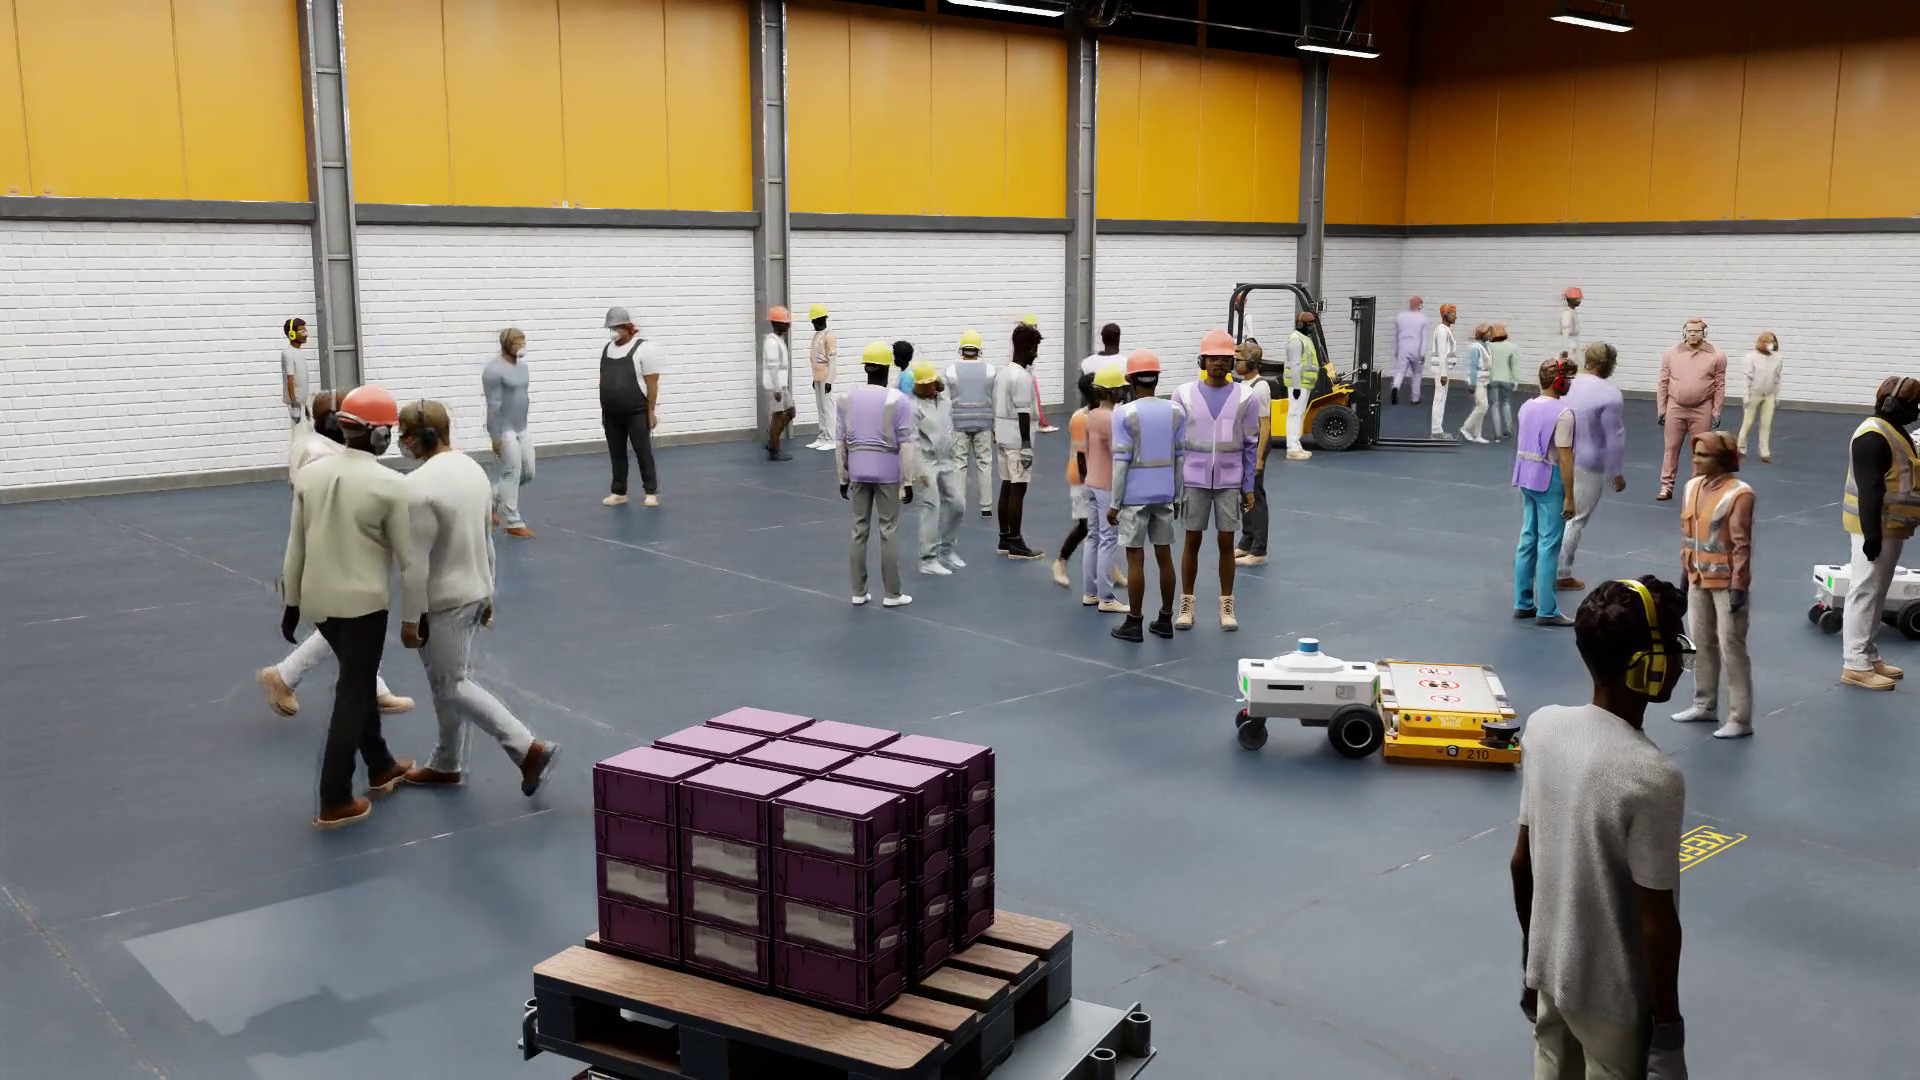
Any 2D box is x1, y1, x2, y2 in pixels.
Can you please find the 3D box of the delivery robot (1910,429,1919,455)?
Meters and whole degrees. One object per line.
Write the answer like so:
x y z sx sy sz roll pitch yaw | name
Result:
11.535 -1.163 19.817 0.707 0.478 0.477 -5 11 -26 | delivery robot

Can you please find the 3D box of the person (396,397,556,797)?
-2.288 0.285 7.693 0.796 1.910 0.638 2 10 10 | person

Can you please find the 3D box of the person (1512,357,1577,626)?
4.025 -0.332 11.454 0.390 1.846 0.565 -3 10 -15 | person

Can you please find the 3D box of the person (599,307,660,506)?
-3.379 -1.357 16.883 0.723 2.000 0.572 4 11 23 | person

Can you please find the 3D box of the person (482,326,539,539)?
-4.111 -0.967 14.970 0.608 1.922 0.634 3 10 17 | person

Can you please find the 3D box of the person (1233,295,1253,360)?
4.753 -3.210 28.195 0.360 1.882 0.575 -3 10 -19 | person

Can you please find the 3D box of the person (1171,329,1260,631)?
1.712 -0.401 11.266 0.608 2.048 0.365 1 10 7 | person

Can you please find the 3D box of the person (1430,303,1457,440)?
6.675 -2.313 22.939 0.343 1.882 0.585 3 10 16 | person

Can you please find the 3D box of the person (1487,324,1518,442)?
7.384 -2.167 22.888 0.508 1.606 0.688 1 10 6 | person

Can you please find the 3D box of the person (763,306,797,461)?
-2.229 -1.923 20.562 0.406 1.917 0.564 1 10 5 | person

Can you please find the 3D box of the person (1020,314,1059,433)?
0.934 -2.363 23.723 0.927 1.713 0.532 -3 10 -17 | person

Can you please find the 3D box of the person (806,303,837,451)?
-1.807 -2.129 21.764 0.378 1.918 0.585 -5 11 -25 | person

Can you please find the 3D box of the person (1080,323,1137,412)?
1.491 -1.224 16.609 0.600 1.883 0.983 6 11 31 | person

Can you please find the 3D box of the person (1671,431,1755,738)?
4.019 0.233 8.835 0.356 1.625 0.520 -2 10 -13 | person

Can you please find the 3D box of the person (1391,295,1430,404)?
7.649 -3.219 28.284 0.638 1.872 0.816 6 11 31 | person

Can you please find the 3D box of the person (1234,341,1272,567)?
2.377 -0.704 13.641 0.325 1.842 0.513 -2 10 -9 | person

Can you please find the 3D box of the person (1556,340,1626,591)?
4.694 -0.544 12.517 0.484 1.907 0.643 -3 10 -19 | person

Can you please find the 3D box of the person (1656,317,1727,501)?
7.532 -1.340 17.179 0.645 1.908 0.408 5 11 27 | person

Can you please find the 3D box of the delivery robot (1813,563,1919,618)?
6.151 0.306 11.190 0.707 0.478 0.477 3 9 11 | delivery robot

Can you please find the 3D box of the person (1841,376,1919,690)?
5.467 -0.052 9.845 0.429 1.838 0.621 8 12 38 | person

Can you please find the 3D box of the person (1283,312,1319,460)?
4.283 -1.937 20.876 0.430 1.840 0.624 4 10 21 | person

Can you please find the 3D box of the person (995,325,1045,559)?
0.499 -0.824 14.004 0.399 1.958 0.608 -2 10 -14 | person

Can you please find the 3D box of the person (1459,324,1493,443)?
7.051 -2.108 22.505 0.361 1.627 0.516 6 12 33 | person

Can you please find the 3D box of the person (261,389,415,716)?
-3.406 0.090 9.027 0.700 1.823 0.638 -3 10 -15 | person

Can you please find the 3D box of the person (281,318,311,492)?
-7.121 -1.451 17.944 0.328 1.868 0.517 -2 10 -12 | person

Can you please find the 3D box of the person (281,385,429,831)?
-2.688 0.278 7.567 0.637 1.948 0.889 4 10 20 | person

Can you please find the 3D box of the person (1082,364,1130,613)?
1.060 -0.367 11.885 0.309 1.771 0.529 -4 10 -20 | person

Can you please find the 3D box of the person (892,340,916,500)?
-0.477 -1.235 17.235 0.550 1.678 0.539 0 10 -3 | person

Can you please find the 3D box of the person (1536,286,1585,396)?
10.317 -3.306 28.349 0.733 2.025 0.621 5 11 29 | person

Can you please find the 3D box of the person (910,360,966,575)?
-0.175 -0.576 13.262 0.368 1.713 0.545 9 13 42 | person

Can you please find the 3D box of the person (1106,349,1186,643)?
1.211 -0.289 10.961 0.542 1.928 0.374 -4 11 -24 | person

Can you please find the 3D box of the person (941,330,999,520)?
0.104 -1.098 15.978 0.590 1.833 0.403 -1 10 -5 | person

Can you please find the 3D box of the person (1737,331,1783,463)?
9.854 -1.757 20.456 0.503 1.638 0.318 -1 10 -3 | person

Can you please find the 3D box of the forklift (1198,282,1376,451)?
4.328 -2.346 22.227 2.313 2.155 1.214 3 10 16 | forklift

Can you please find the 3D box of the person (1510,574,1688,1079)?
1.399 0.995 3.614 0.325 1.871 0.521 -3 10 -17 | person

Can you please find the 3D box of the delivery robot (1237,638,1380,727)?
1.795 0.752 8.605 0.707 0.478 0.477 1 10 7 | delivery robot

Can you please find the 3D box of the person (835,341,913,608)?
-0.606 -0.473 12.038 0.591 1.926 0.386 4 10 21 | person

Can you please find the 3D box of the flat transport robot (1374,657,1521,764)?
2.581 0.887 8.920 0.652 0.197 1.431 2 10 11 | flat transport robot

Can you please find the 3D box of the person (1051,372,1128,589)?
1.005 -0.447 12.621 0.516 1.672 0.582 6 11 31 | person
